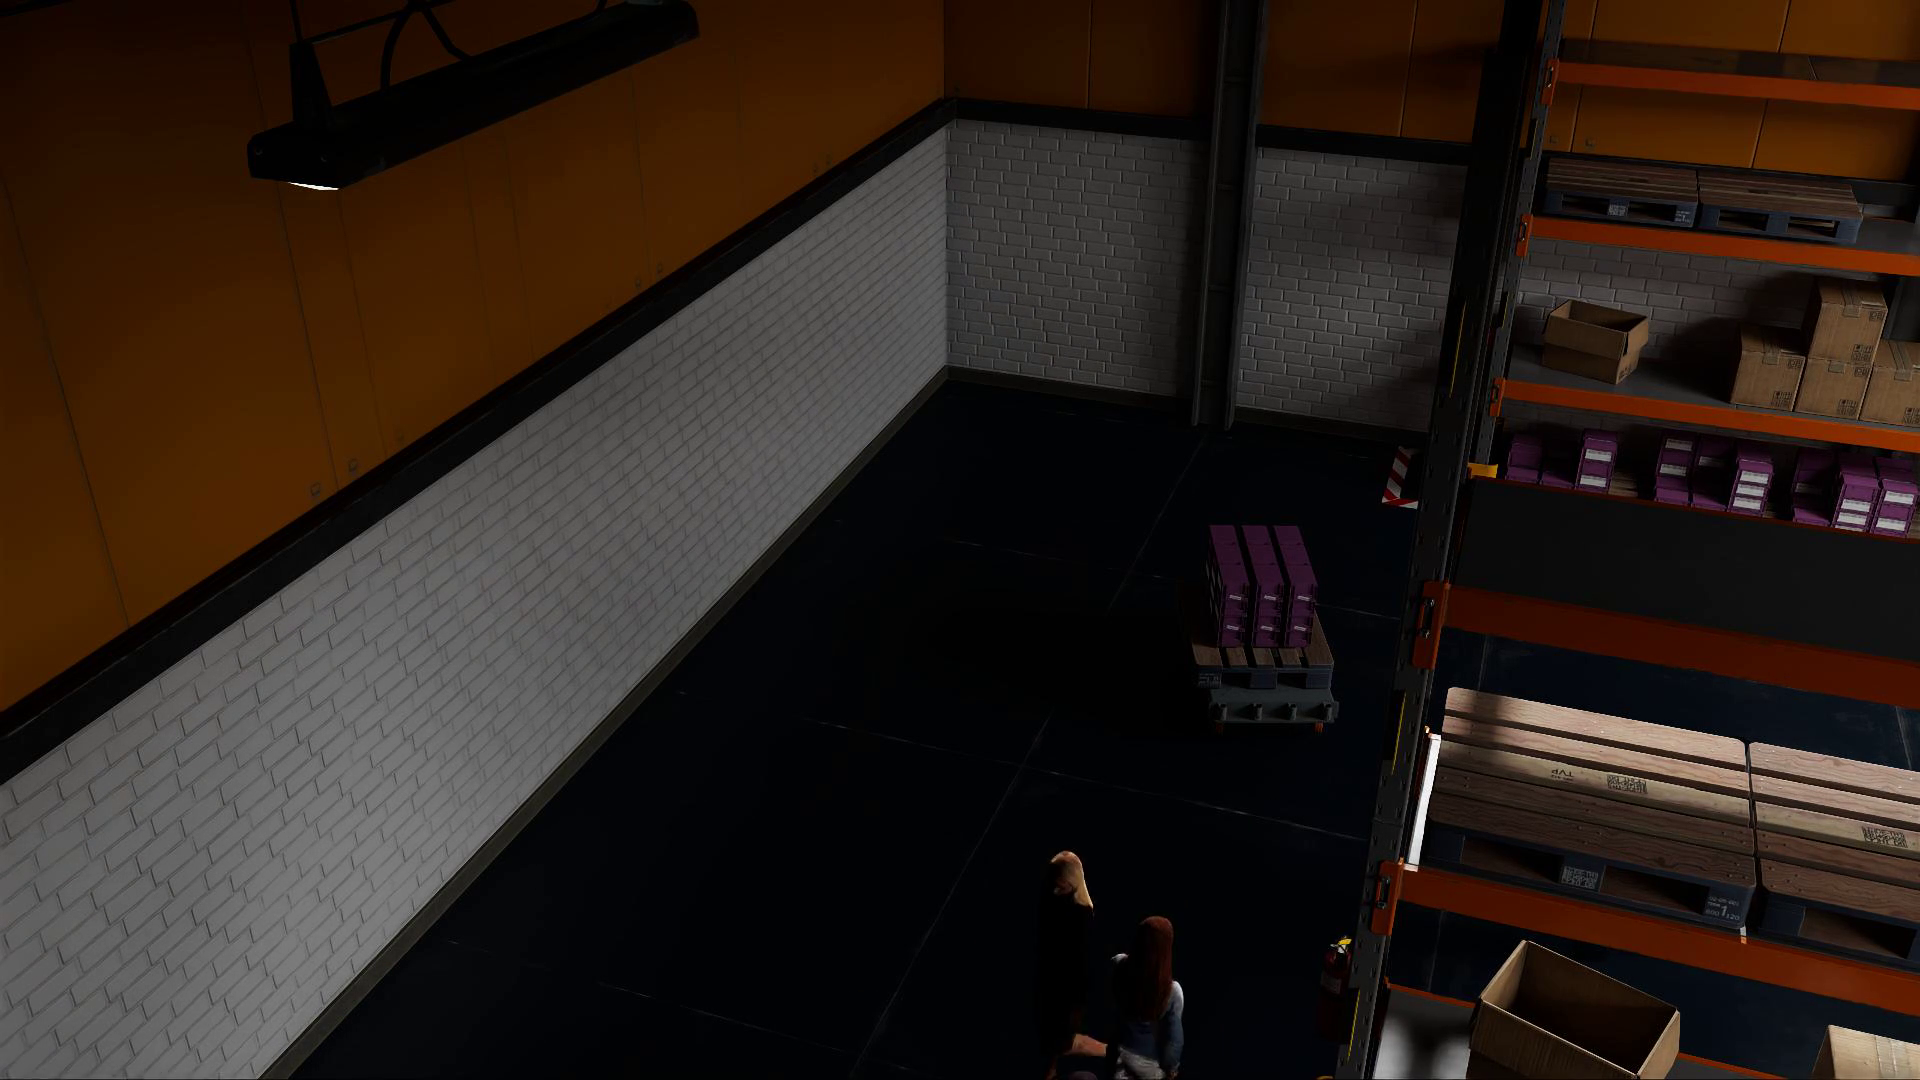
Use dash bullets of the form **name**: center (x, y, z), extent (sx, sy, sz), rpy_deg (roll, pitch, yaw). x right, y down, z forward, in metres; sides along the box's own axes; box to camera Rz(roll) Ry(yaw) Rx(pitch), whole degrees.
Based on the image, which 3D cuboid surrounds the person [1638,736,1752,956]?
- **person**: center (4.321, 1.851, 9.823), extent (0.876, 1.633, 0.653), rpy_deg (5, 29, 10)

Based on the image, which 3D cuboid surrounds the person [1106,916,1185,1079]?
- **person**: center (0.856, 2.638, 8.333), extent (0.913, 1.677, 0.833), rpy_deg (18, 33, 29)

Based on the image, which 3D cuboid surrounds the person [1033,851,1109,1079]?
- **person**: center (0.624, 2.328, 8.755), extent (0.986, 1.818, 0.934), rpy_deg (-13, 31, -22)
